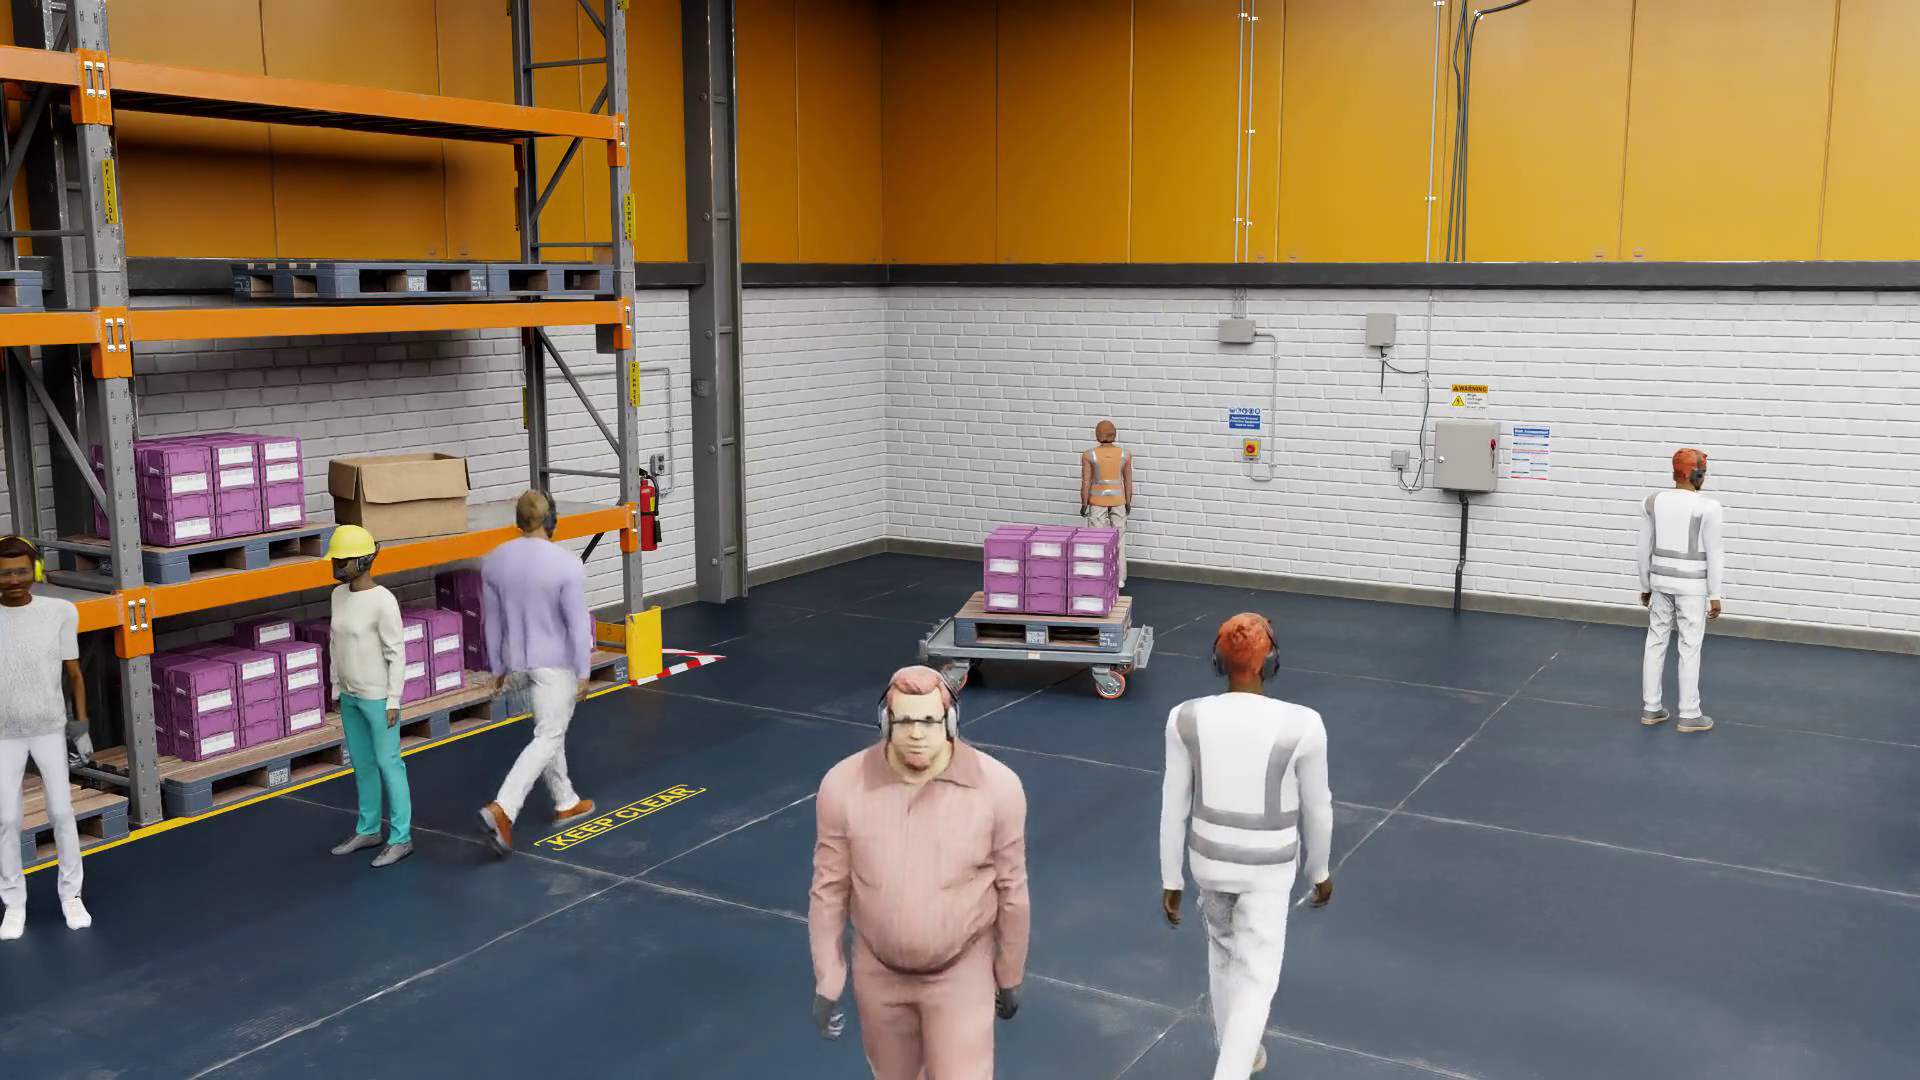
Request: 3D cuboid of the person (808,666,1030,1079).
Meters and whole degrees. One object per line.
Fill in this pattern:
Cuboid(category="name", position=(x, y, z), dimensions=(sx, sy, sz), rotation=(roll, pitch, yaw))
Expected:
Cuboid(category="person", position=(-0.131, 1.305, 4.954), dimensions=(0.649, 1.887, 0.702), rotation=(2, 9, 9))

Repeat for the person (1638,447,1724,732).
Cuboid(category="person", position=(4.791, 0.327, 11.066), dimensions=(0.354, 1.886, 0.572), rotation=(-7, 11, -37))

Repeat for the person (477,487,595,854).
Cuboid(category="person", position=(-2.284, 0.677, 8.844), dimensions=(0.638, 1.907, 0.922), rotation=(4, 10, 23))

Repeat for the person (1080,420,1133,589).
Cuboid(category="person", position=(1.402, -0.330, 15.929), dimensions=(0.514, 1.639, 0.310), rotation=(-2, 9, -10))

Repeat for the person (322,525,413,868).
Cuboid(category="person", position=(-3.056, 0.794, 8.519), dimensions=(0.533, 1.767, 0.327), rotation=(6, 11, 35))

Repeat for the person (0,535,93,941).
Cuboid(category="person", position=(-4.268, 0.893, 7.617), dimensions=(0.513, 1.862, 0.327), rotation=(-5, 10, -29))

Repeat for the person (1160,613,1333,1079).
Cuboid(category="person", position=(0.979, 1.185, 5.858), dimensions=(0.574, 1.851, 0.902), rotation=(5, 10, 28))
